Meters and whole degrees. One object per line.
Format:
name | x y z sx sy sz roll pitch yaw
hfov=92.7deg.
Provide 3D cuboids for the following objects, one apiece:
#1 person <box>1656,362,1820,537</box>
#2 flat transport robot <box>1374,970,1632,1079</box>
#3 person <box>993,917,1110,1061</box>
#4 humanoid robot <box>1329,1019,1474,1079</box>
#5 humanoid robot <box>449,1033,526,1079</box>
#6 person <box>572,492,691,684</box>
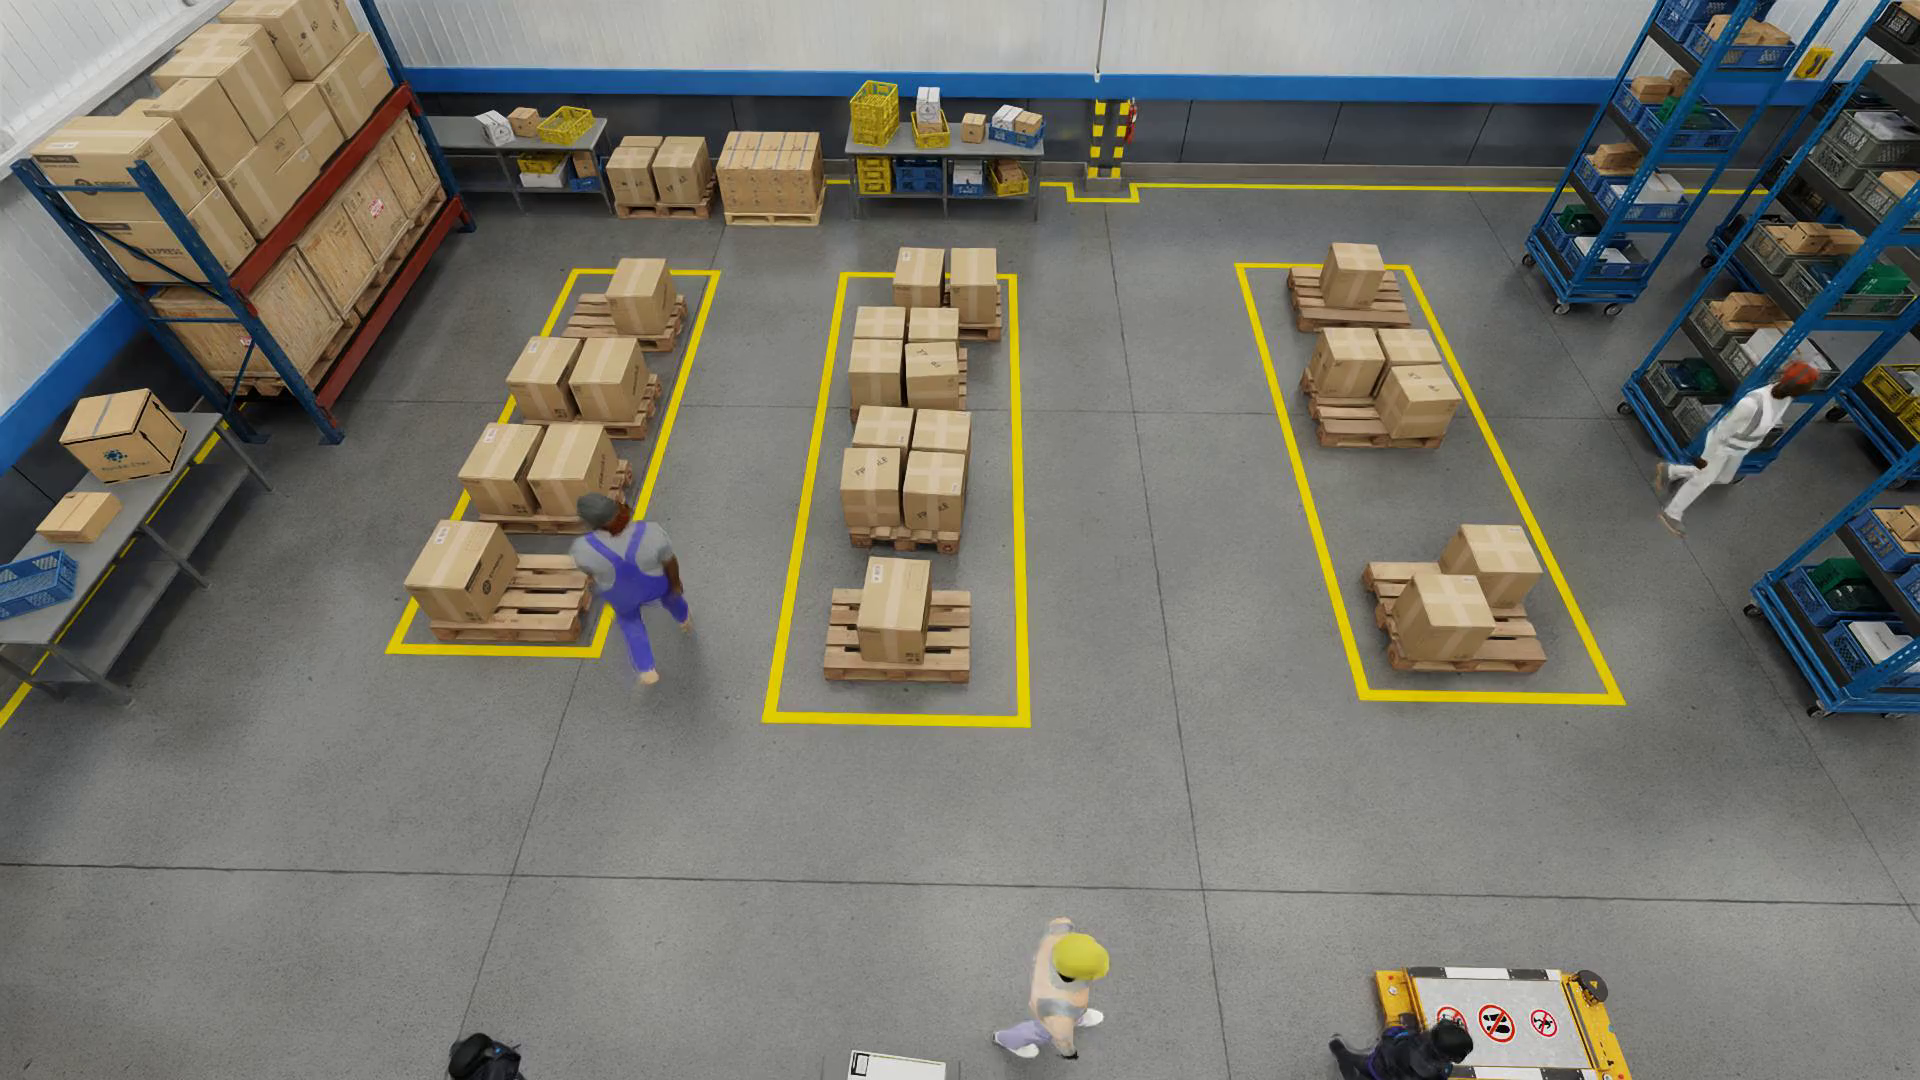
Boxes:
person | 6.816 -0.862 8.159 0.585 1.867 0.602 -16 53 -13
flat transport robot | 3.501 3.133 5.914 1.431 0.197 0.652 1 51 1
person | 0.572 2.641 5.286 0.607 1.926 0.592 6 51 5
humanoid robot | 2.457 3.016 5.149 0.665 1.624 0.568 -35 59 -25
humanoid robot | -2.446 3.047 5.093 0.569 1.648 0.355 19 53 15
person | -2.504 0.292 7.105 0.695 2.000 0.829 -19 53 -15
